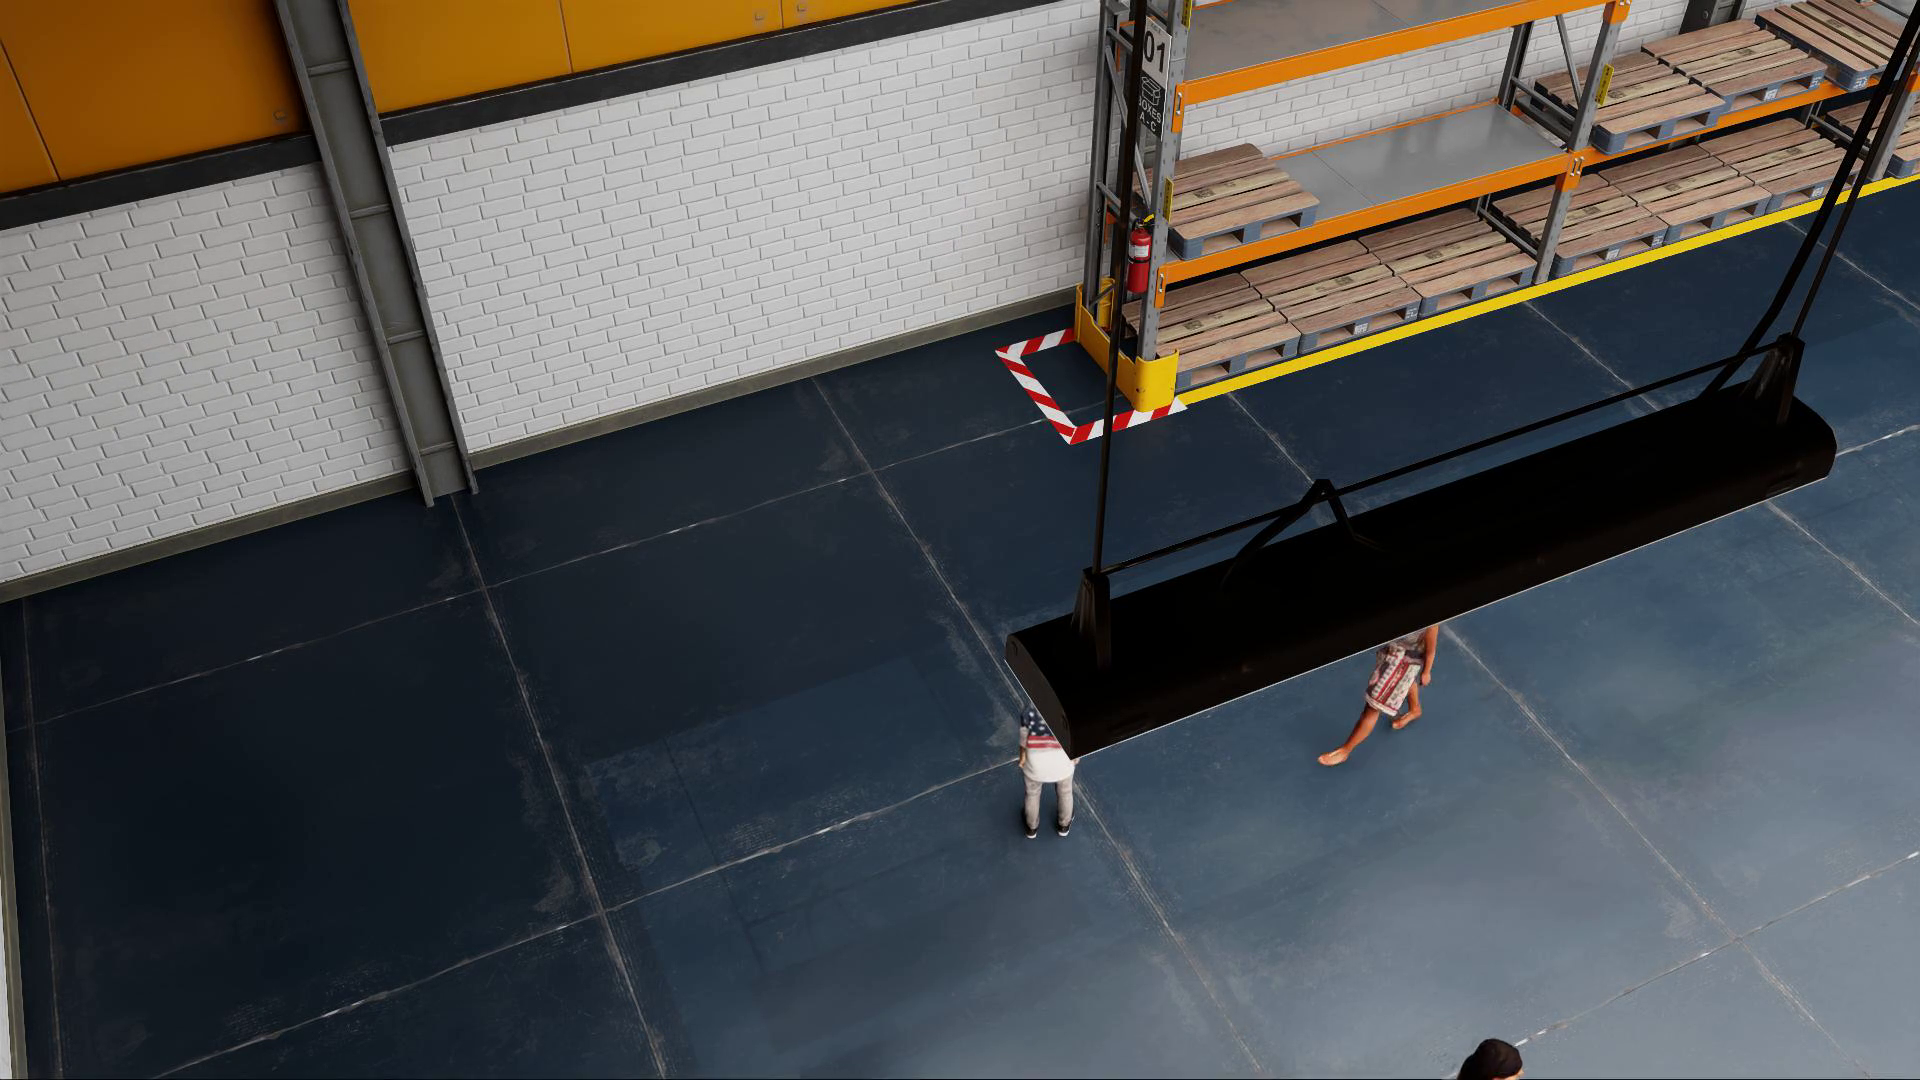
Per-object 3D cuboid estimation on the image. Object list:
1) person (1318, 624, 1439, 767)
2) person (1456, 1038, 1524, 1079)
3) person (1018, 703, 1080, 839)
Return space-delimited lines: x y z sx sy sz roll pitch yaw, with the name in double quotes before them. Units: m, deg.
"person" 2.790 0.700 10.350 1.113 1.595 0.672 -21 47 -21
"person" 2.334 2.849 8.039 1.012 1.670 0.919 12 45 12
"person" 0.530 1.261 9.875 0.539 1.438 0.649 0 44 0
